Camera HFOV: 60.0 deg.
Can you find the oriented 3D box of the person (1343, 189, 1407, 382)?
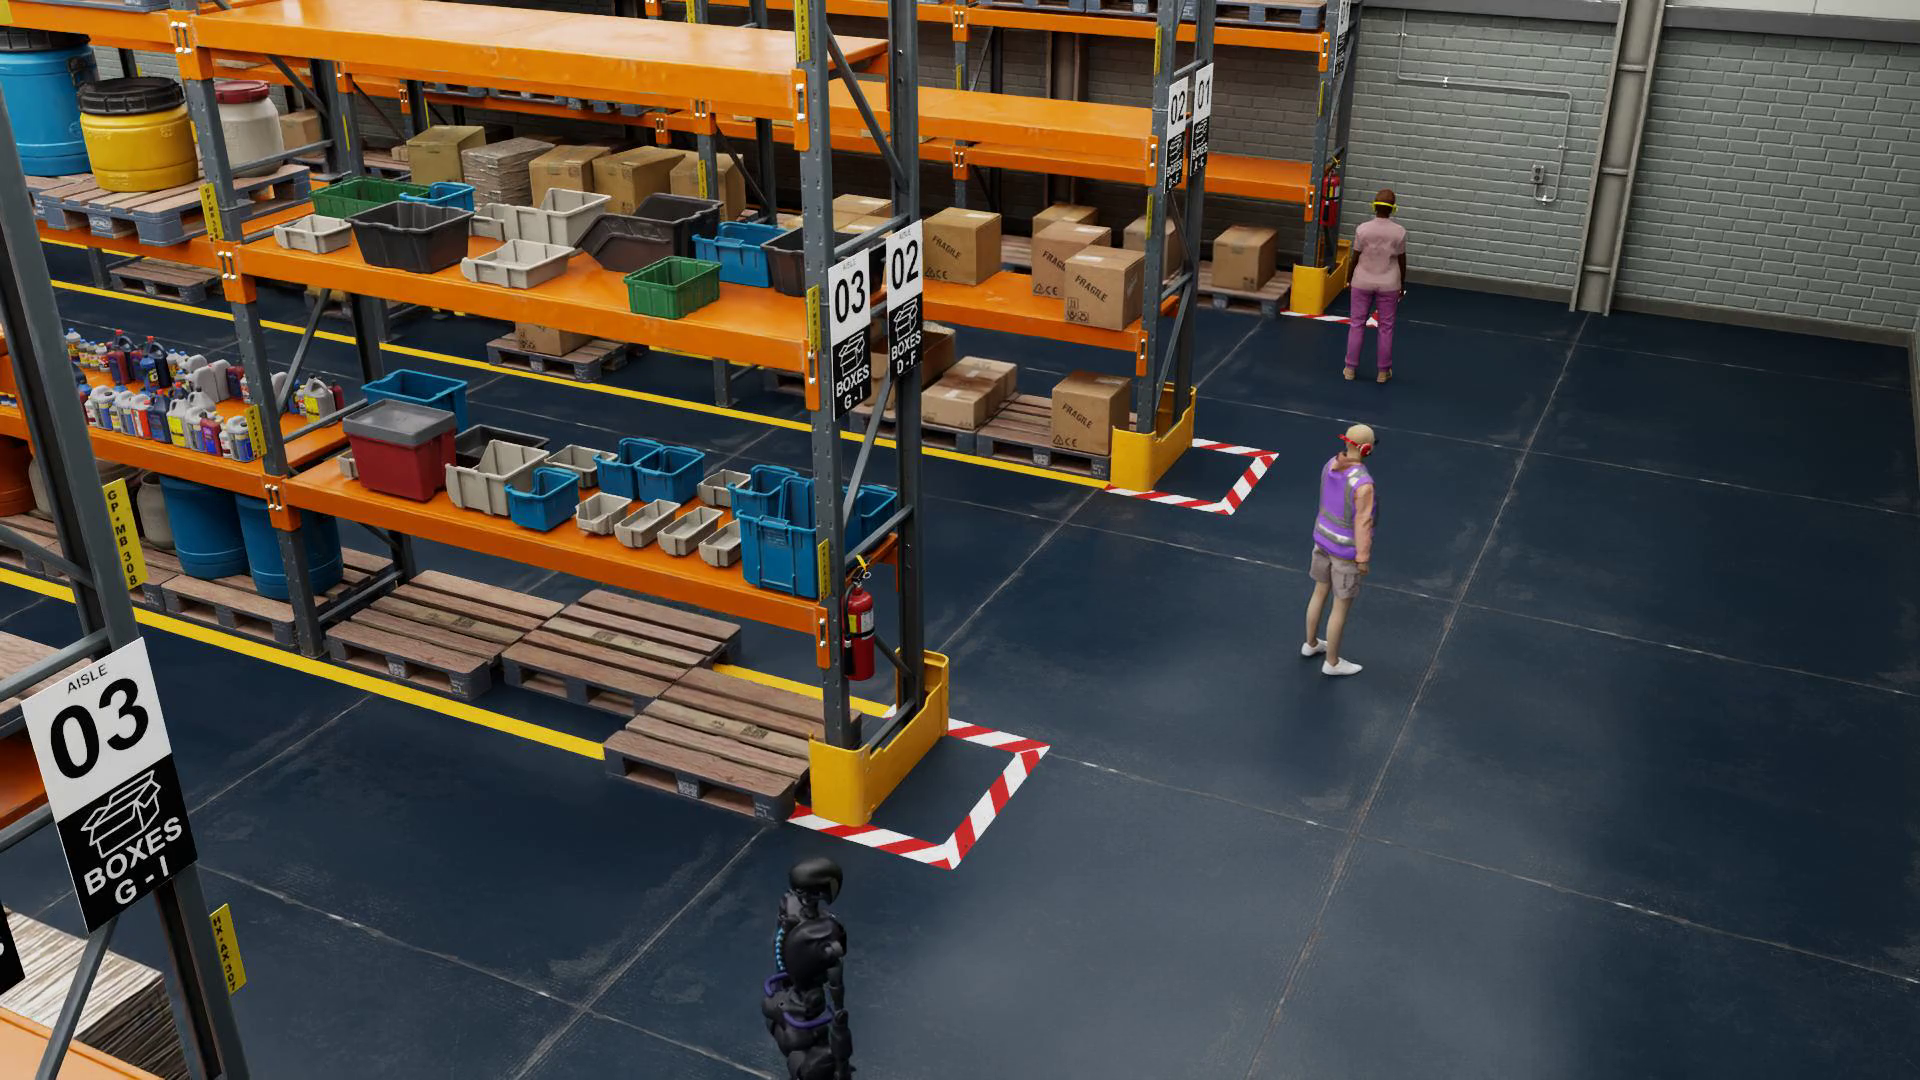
[{"bbox_3d":[3.829,-2.333,15.304,0.523,1.801,0.331,7,27,14],"label":"person"}]

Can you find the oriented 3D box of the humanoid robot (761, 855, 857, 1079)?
[{"bbox_3d":[-0.668,1.985,6.750,0.746,1.631,0.610,-15,30,-28],"label":"humanoid robot"}]

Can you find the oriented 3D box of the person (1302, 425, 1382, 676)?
[{"bbox_3d":[2.431,0.057,10.589,0.348,1.688,0.489,-10,28,-19],"label":"person"}]
